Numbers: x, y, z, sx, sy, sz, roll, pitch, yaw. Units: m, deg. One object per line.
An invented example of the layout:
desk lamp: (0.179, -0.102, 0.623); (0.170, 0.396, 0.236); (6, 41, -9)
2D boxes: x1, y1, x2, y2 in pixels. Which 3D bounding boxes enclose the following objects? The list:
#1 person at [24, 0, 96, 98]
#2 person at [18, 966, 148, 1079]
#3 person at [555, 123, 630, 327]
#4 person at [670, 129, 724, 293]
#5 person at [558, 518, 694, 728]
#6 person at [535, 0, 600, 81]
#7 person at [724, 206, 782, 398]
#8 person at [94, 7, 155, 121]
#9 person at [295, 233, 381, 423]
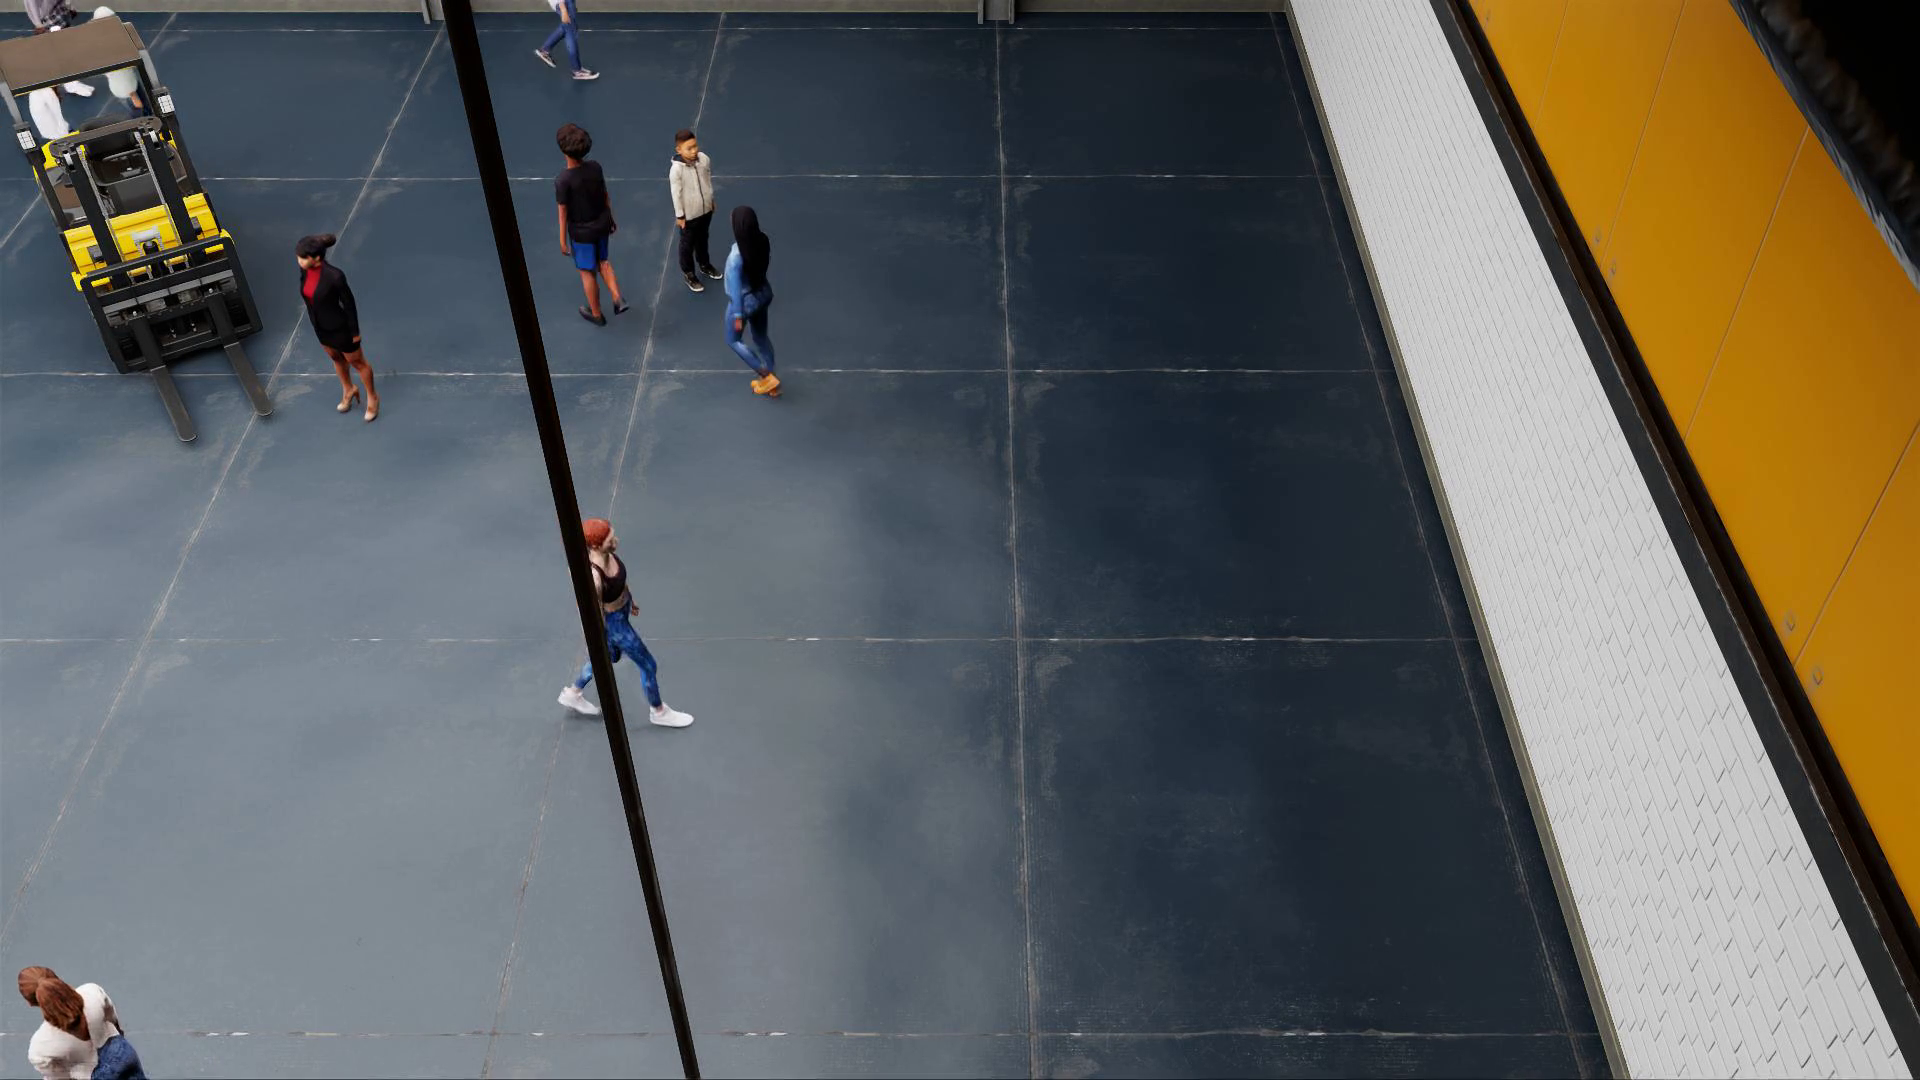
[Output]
person: (-9.010, -5.178, 16.311); (0.609, 1.760, 0.651); (2, 44, 2)
person: (-4.130, 2.656, 8.144); (1.164, 1.683, 0.929); (17, 46, 17)
person: (-2.952, -2.505, 13.490); (0.940, 1.781, 0.880); (30, 51, 28)
person: (-2.256, -2.814, 14.052); (0.690, 1.453, 0.654); (29, 51, 27)
person: (-2.226, 0.525, 10.325); (1.083, 1.760, 0.585); (-1, 44, -1)
person: (-4.051, -5.408, 16.598); (0.879, 1.697, 0.708); (-5, 44, -6)
person: (-1.525, -1.777, 12.784); (0.796, 1.700, 0.758); (20, 47, 20)
person: (-7.756, -4.159, 15.346); (0.711, 1.617, 0.702); (-17, 46, -18)
person: (-4.747, -1.606, 12.649); (0.671, 1.640, 0.747); (19, 47, 19)
